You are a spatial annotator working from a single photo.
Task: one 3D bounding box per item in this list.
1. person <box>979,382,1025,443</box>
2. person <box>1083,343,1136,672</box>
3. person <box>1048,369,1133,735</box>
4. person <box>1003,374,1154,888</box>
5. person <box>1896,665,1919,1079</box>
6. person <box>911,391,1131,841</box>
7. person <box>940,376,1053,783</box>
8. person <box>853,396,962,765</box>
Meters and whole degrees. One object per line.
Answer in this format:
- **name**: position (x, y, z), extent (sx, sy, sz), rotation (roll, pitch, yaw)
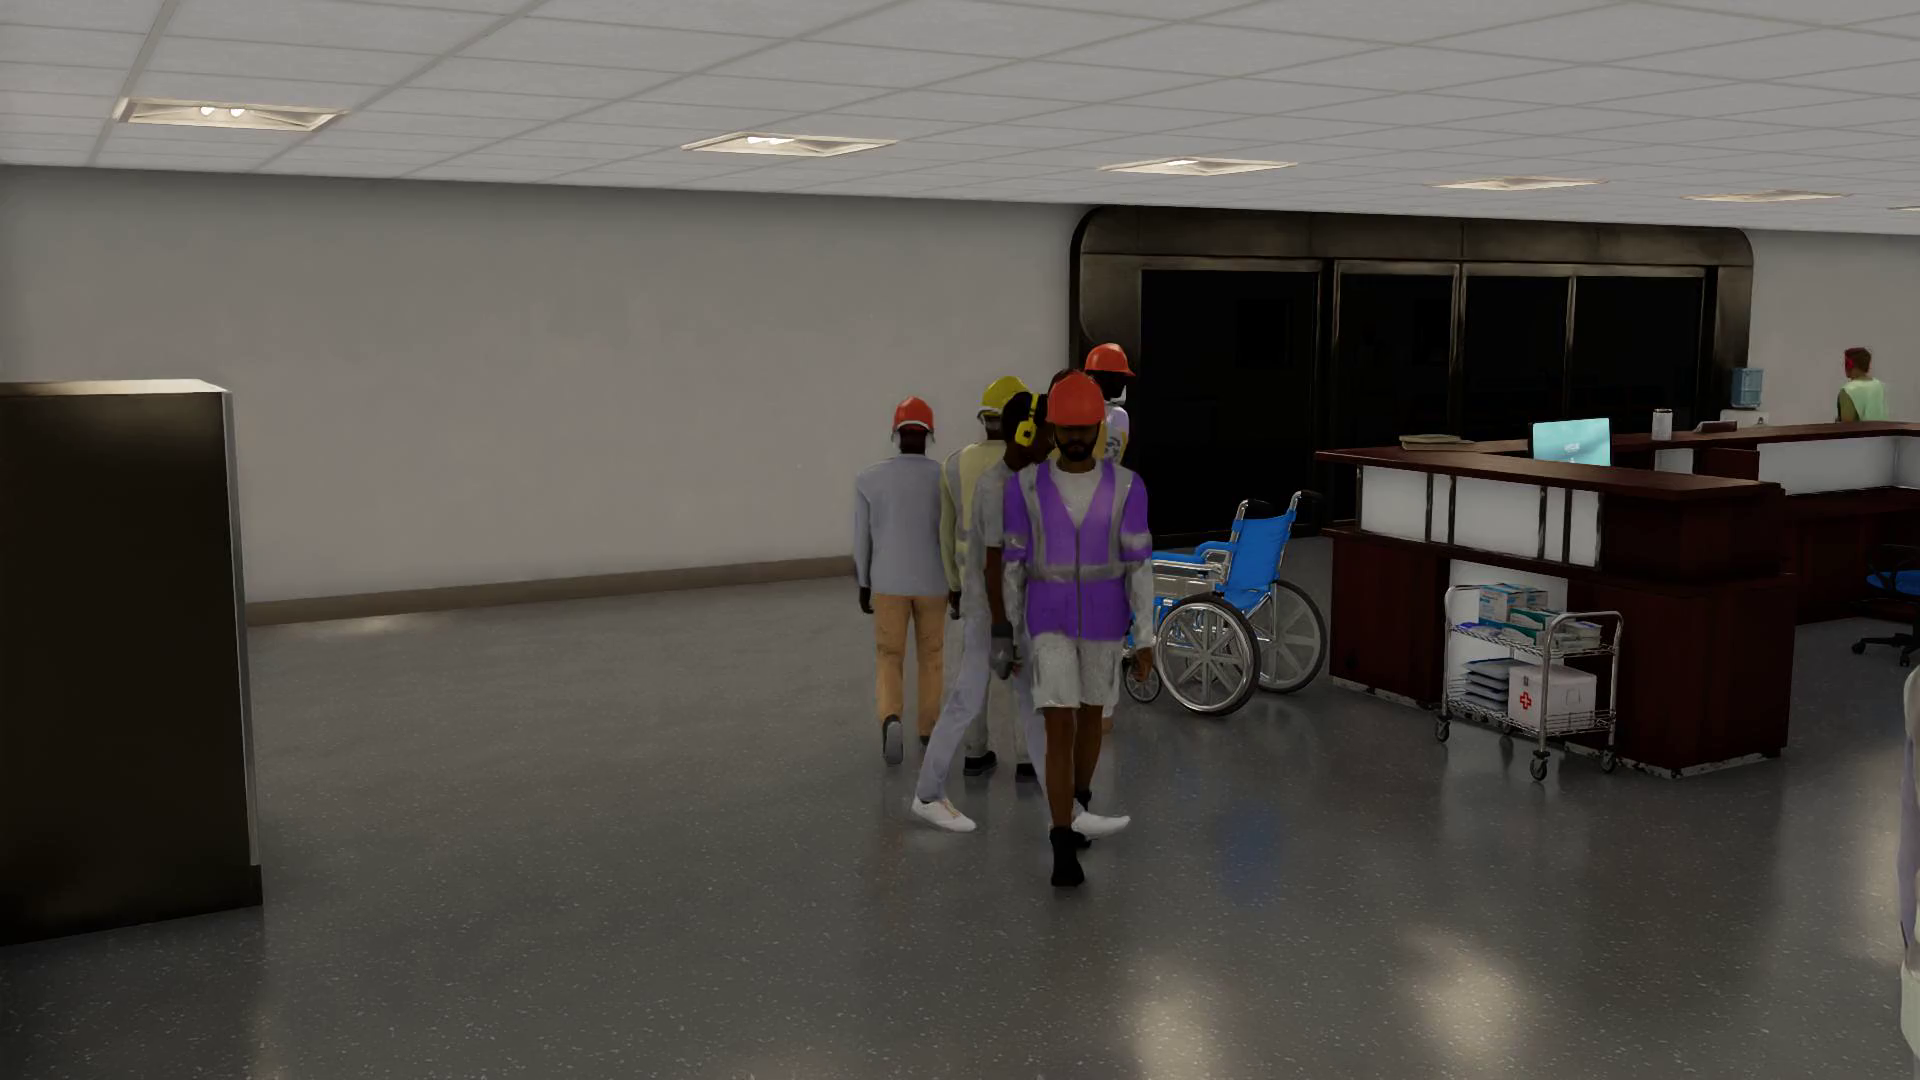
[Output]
- **person**: position (0.383, -0.340, 12.048), extent (0.504, 1.627, 0.285), rotation (-1, 8, -8)
- **person**: position (0.833, -0.188, 9.818), extent (0.375, 1.934, 0.547), rotation (-5, 9, -33)
- **person**: position (0.546, 0.069, 8.315), extent (0.624, 1.841, 0.430), rotation (-1, 8, -5)
- **person**: position (0.450, 0.325, 6.276), extent (0.565, 1.882, 0.975), rotation (0, 8, 0)
- **person**: position (1.712, 0.806, 2.614), extent (0.402, 1.938, 0.603), rotation (0, 8, -2)
- **person**: position (0.202, 0.318, 6.610), extent (0.960, 1.806, 0.569), rotation (3, 8, 21)
- **person**: position (0.200, 0.178, 7.541), extent (0.592, 1.832, 0.404), rotation (4, 9, 29)
- **person**: position (-0.232, 0.188, 7.876), extent (0.563, 1.728, 0.694), rotation (0, 8, -1)
